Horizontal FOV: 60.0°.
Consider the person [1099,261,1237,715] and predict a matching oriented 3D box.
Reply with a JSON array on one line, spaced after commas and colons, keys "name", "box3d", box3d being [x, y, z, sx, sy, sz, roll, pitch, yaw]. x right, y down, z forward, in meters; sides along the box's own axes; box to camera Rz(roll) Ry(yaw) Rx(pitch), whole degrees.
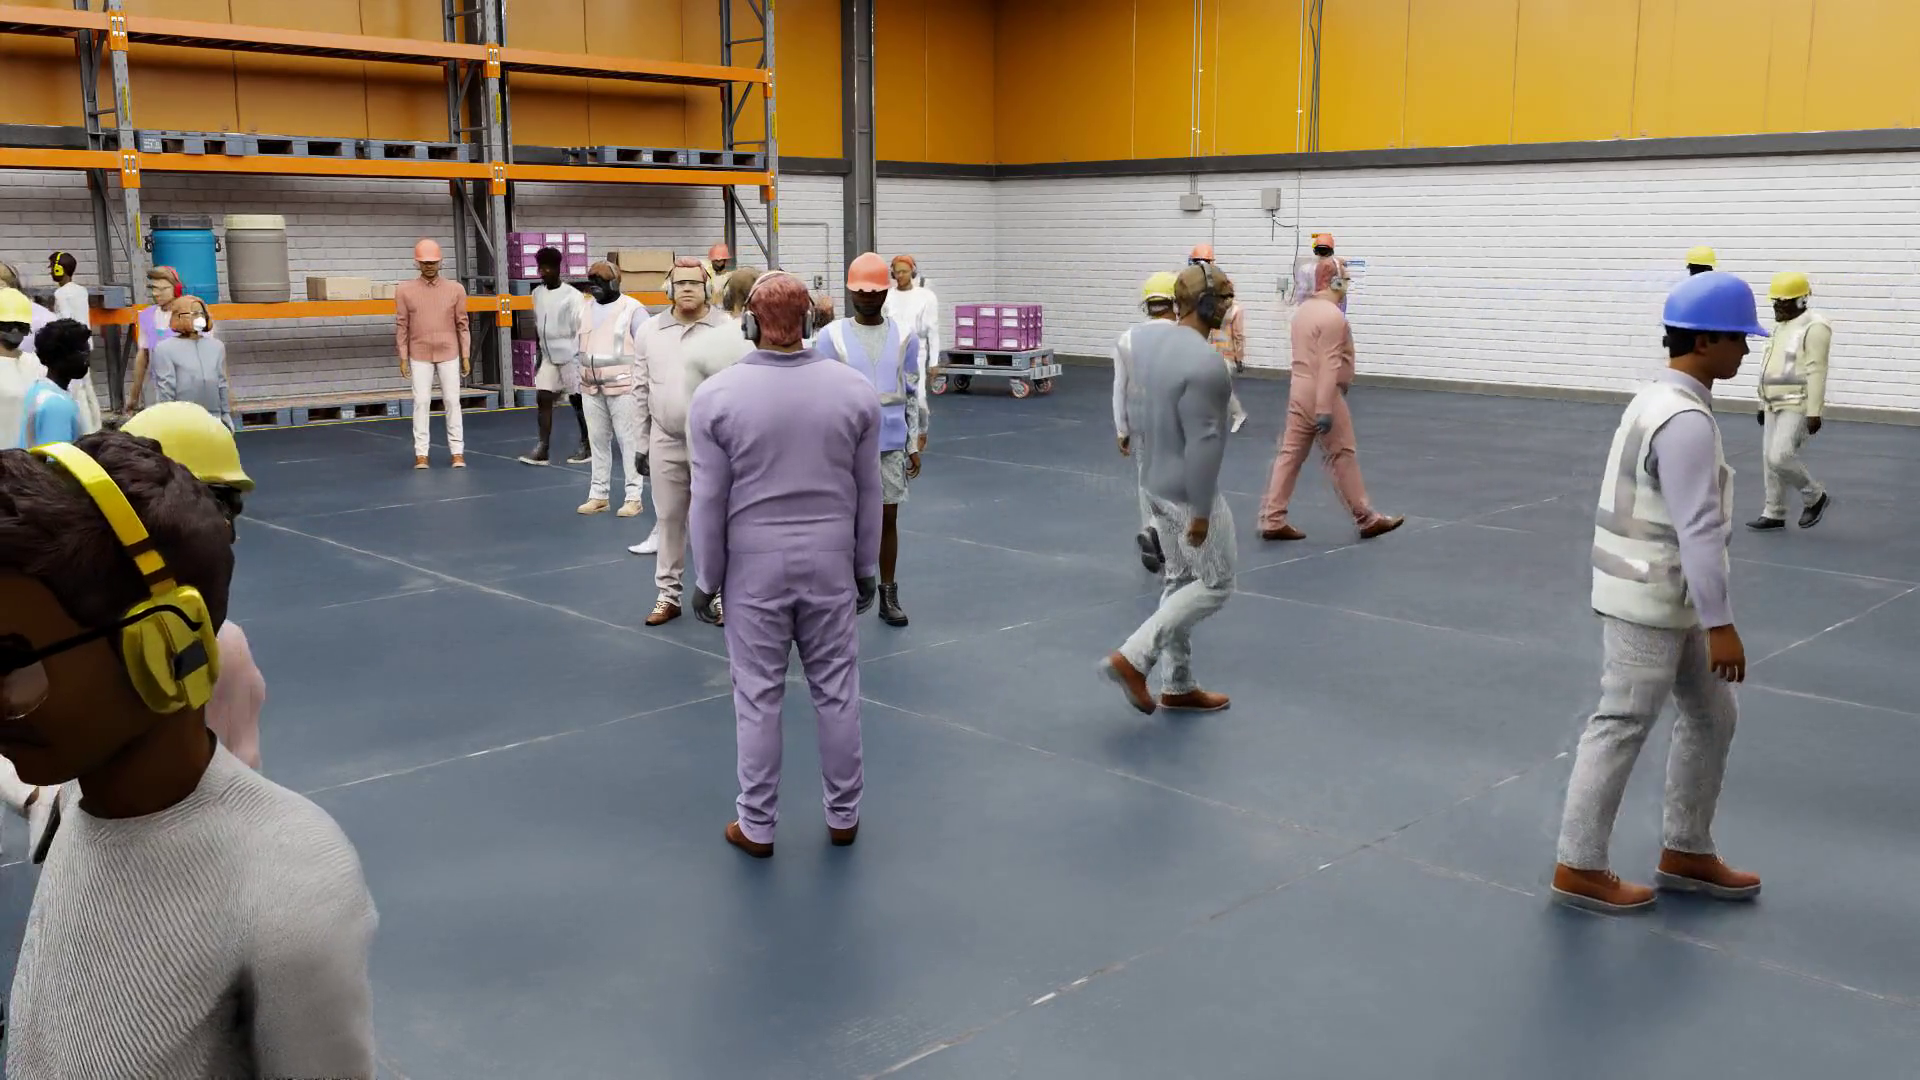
[{"name": "person", "box3d": [0.884, -0.182, 6.880, 0.524, 1.926, 0.634, -2, 11, -13]}]

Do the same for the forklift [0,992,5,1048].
[{"name": "forklift", "box3d": [-3.245, 0.323, 3.363, 2.313, 2.155, 1.214, 2, 11, 13]}]

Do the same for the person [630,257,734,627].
[{"name": "person", "box3d": [-1.395, -0.500, 8.623, 0.649, 1.913, 0.409, 1, 10, 5]}]

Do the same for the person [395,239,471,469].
[{"name": "person", "box3d": [-4.567, -1.605, 14.456, 0.618, 1.985, 0.408, -4, 11, -20]}]

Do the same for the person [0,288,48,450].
[{"name": "person", "box3d": [-4.683, -0.364, 8.288, 0.330, 1.765, 0.526, 3, 11, 14]}]

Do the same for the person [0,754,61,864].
[{"name": "person", "box3d": [-3.095, 0.265, 5.255, 0.630, 1.615, 0.516, 3, 11, 16]}]

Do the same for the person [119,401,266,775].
[{"name": "person", "box3d": [-1.452, 0.626, 2.952, 0.521, 1.734, 0.737, 8, 13, 36]}]

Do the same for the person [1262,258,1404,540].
[{"name": "person", "box3d": [2.469, -0.916, 11.000, 0.995, 1.861, 0.664, -2, 11, -13]}]

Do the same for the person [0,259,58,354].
[{"name": "person", "box3d": [-5.840, -0.816, 10.421, 0.638, 1.895, 1.018, 1, 10, 7]}]

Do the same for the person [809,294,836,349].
[{"name": "person", "box3d": [-0.922, -0.904, 11.623, 0.694, 1.610, 0.531, -2, 11, -10]}]

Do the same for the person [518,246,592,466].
[{"name": "person", "box3d": [-3.547, -1.593, 14.561, 0.639, 1.913, 0.887, 6, 12, 31]}]

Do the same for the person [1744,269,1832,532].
[{"name": "person", "box3d": [5.581, -0.909, 11.165, 0.520, 1.797, 0.671, -1, 10, -4]}]

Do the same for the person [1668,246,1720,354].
[{"name": "person", "box3d": [6.660, -1.706, 15.165, 0.381, 1.922, 0.593, 4, 11, 22]}]

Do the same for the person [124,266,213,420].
[{"name": "person", "box3d": [-5.468, -0.979, 11.502, 0.628, 1.804, 0.805, 5, 11, 24]}]

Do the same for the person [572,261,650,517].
[{"name": "person", "box3d": [-2.531, -1.085, 12.009, 0.633, 1.840, 0.429, 4, 11, 22]}]

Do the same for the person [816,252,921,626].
[{"name": "person", "box3d": [-0.460, -0.500, 8.555, 0.551, 1.933, 0.369, -3, 11, -16]}]

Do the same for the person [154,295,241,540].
[{"name": "person", "box3d": [-4.988, -0.777, 10.885, 0.284, 1.636, 0.500, 6, 12, 29]}]

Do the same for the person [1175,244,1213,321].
[{"name": "person", "box3d": [2.566, -2.197, 17.851, 0.574, 1.929, 0.481, 7, 12, 32]}]

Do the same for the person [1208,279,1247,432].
[{"name": "person", "box3d": [2.672, -1.854, 16.841, 0.820, 1.606, 0.507, -8, 13, -37]}]

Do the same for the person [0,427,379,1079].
[{"name": "person", "box3d": [-0.708, 0.823, 1.541, 0.518, 1.865, 0.329, 9, 14, 40]}]

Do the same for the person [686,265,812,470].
[{"name": "person", "box3d": [-1.005, -0.386, 8.104, 0.631, 1.886, 1.045, -3, 11, -15]}]

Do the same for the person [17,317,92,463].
[{"name": "person", "box3d": [-4.047, -0.154, 7.420, 0.517, 1.656, 0.559, -6, 12, -28]}]

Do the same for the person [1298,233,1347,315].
[{"name": "person", "box3d": [4.532, -2.807, 20.845, 0.607, 2.044, 0.378, 2, 11, 12]}]

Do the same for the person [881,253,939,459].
[{"name": "person", "box3d": [-0.469, -1.624, 14.880, 0.591, 1.866, 0.640, 2, 11, 11]}]

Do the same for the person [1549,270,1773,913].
[{"name": "person", "box3d": [2.144, 0.186, 4.868, 0.759, 1.916, 0.621, 4, 11, 21]}]

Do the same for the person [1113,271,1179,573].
[{"name": "person", "box3d": [1.186, -0.683, 9.885, 0.608, 1.814, 0.636, 6, 12, 30]}]

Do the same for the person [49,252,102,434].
[{"name": "person", "box3d": [-8.269, -1.741, 15.507, 0.323, 1.870, 0.518, -1, 10, -4]}]

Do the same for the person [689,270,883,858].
[{"name": "person", "box3d": [-0.569, 0.085, 5.440, 0.638, 1.913, 0.407, -4, 11, -19]}]

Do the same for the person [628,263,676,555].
[{"name": "person", "box3d": [-1.608, -0.844, 10.615, 0.999, 1.881, 0.587, -6, 12, -32]}]

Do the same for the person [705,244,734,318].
[{"name": "person", "box3d": [-2.823, -2.517, 19.600, 0.553, 1.917, 0.577, 4, 11, 21]}]

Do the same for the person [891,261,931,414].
[{"name": "person", "box3d": [-0.517, -2.259, 18.528, 0.680, 1.805, 0.385, -8, 13, -37]}]
